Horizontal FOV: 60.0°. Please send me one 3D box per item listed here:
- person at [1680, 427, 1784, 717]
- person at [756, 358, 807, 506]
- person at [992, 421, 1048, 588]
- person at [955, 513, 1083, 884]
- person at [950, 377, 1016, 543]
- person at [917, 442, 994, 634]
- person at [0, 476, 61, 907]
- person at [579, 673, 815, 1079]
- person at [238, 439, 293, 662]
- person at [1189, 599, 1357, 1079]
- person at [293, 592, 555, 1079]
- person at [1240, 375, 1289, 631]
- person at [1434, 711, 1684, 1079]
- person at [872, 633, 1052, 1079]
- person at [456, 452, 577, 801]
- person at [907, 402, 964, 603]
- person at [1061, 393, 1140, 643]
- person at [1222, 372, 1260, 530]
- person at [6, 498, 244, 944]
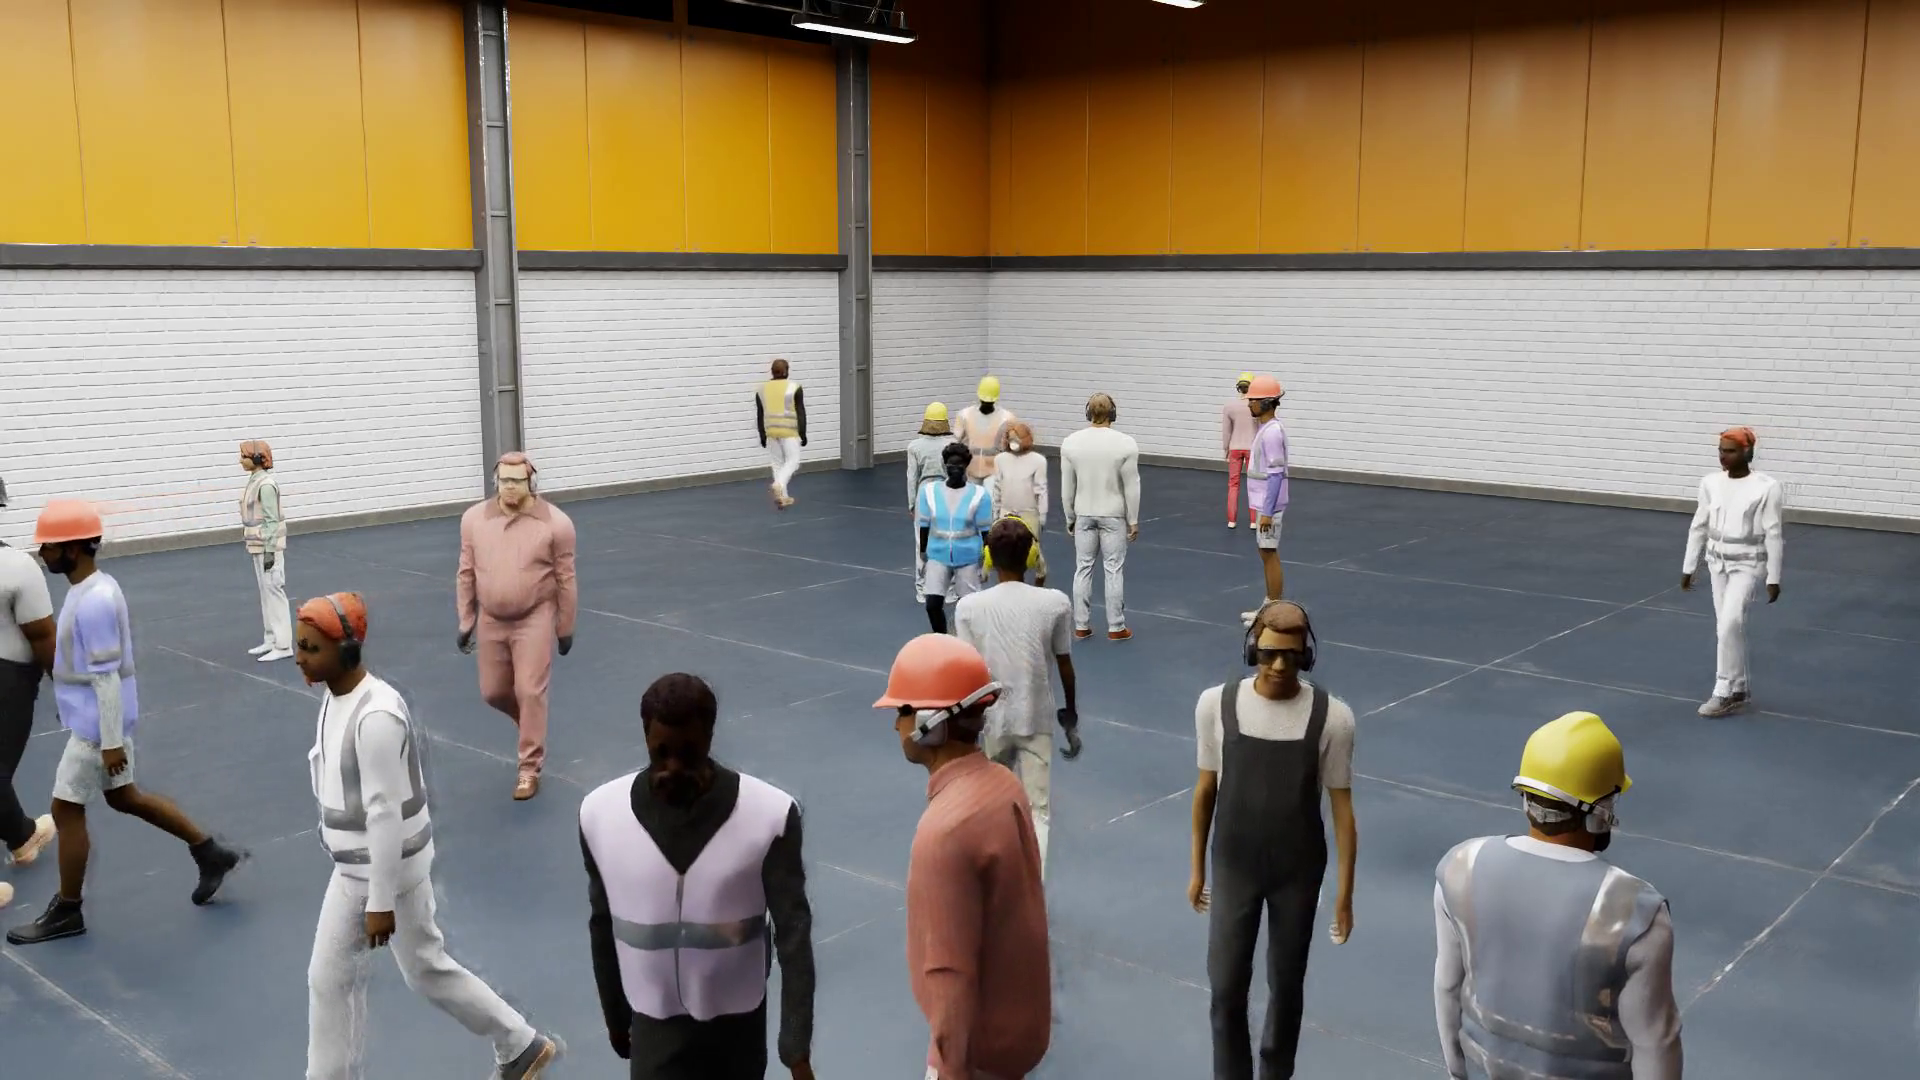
[{"bbox_3d":[4.923,0.206,10.727,0.730,1.855,0.605,-4,10,-25],"label":"person"},{"bbox_3d":[-2.188,-1.298,20.278,0.639,1.829,0.629,4,10,22],"label":"person"},{"bbox_3d":[0.539,-0.230,14.297,0.504,1.604,0.676,4,10,23],"label":"person"},{"bbox_3d":[0.239,0.810,7.037,0.534,1.841,0.894,1,9,8],"label":"person"},{"bbox_3d":[0.213,-0.690,16.360,0.703,1.870,0.968,3,9,16],"label":"person"},{"bbox_3d":[-0.031,0.147,11.635,0.550,1.680,0.384,1,9,8],"label":"person"},{"bbox_3d":[-4.377,0.615,7.598,0.708,2.000,0.980,1,9,8],"label":"person"},{"bbox_3d":[-0.679,1.228,4.368,0.609,1.856,1.044,0,9,-2],"label":"person"},{"bbox_3d":[-5.123,0.073,12.258,0.310,1.638,0.523,-6,11,-32],"label":"person"},{"bbox_3d":[0.982,1.092,5.266,0.533,1.821,0.705,2,9,14],"label":"person"},{"bbox_3d":[-1.834,1.056,5.471,0.934,1.852,0.576,-7,12,-38],"label":"person"},{"bbox_3d":[2.423,-0.293,13.287,0.393,2.041,0.612,1,9,8],"label":"person"},{"bbox_3d":[1.409,1.303,3.930,0.404,1.833,0.590,-8,12,-43],"label":"person"},{"bbox_3d":[0.077,1.212,4.101,0.638,1.963,0.643,2,9,15],"label":"person"},{"bbox_3d":[-2.436,0.434,9.220,0.650,1.883,0.749,1,9,6],"label":"person"},{"bbox_3d":[-0.209,-0.323,14.415,0.493,1.743,0.301,1,9,5],"label":"person"},{"bbox_3d":[1.087,-0.167,12.828,0.631,1.940,0.368,4,10,21],"label":"person"},{"bbox_3d":[3.183,-0.987,18.534,0.522,1.764,0.318,4,10,24],"label":"person"},{"bbox_3d":[-3.643,0.751,7.187,0.896,1.910,0.555,-5,10,-27],"label":"person"}]
